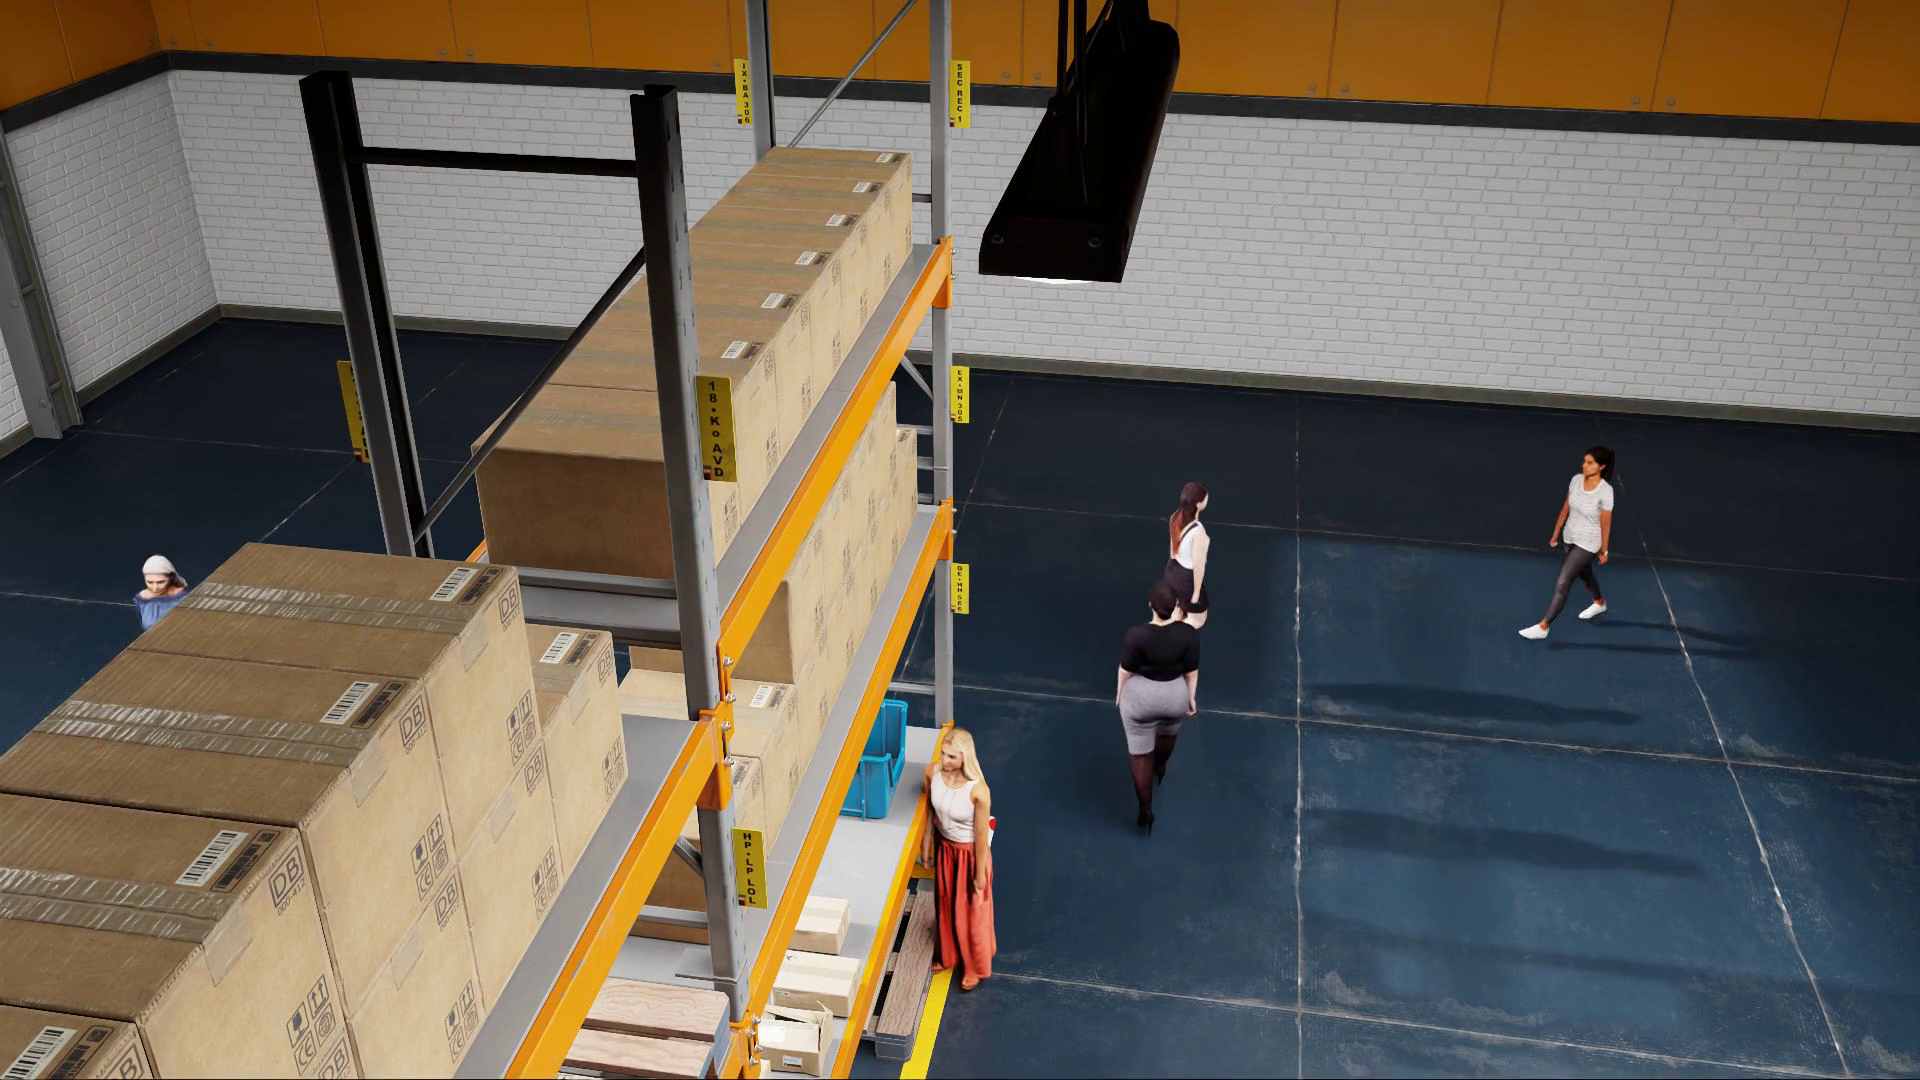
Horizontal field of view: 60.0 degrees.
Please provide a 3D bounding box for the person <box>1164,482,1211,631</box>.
[{"bbox_3d":[1.596,0.337,12.342,0.822,1.641,0.766,-17,33,-28],"label":"person"}]

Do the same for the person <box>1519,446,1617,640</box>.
[{"bbox_3d":[4.920,0.012,12.984,1.024,1.596,1.135,-10,30,-18],"label":"person"}]

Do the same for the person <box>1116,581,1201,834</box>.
[{"bbox_3d":[1.281,1.112,10.834,0.817,1.724,1.065,-2,29,-3],"label":"person"}]

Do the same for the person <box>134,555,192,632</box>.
[{"bbox_3d":[-5.309,0.790,11.464,0.657,1.686,0.637,0,29,0],"label":"person"}]

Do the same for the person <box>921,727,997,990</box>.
[{"bbox_3d":[0.004,1.798,9.500,0.731,1.797,0.770,21,35,34],"label":"person"}]
